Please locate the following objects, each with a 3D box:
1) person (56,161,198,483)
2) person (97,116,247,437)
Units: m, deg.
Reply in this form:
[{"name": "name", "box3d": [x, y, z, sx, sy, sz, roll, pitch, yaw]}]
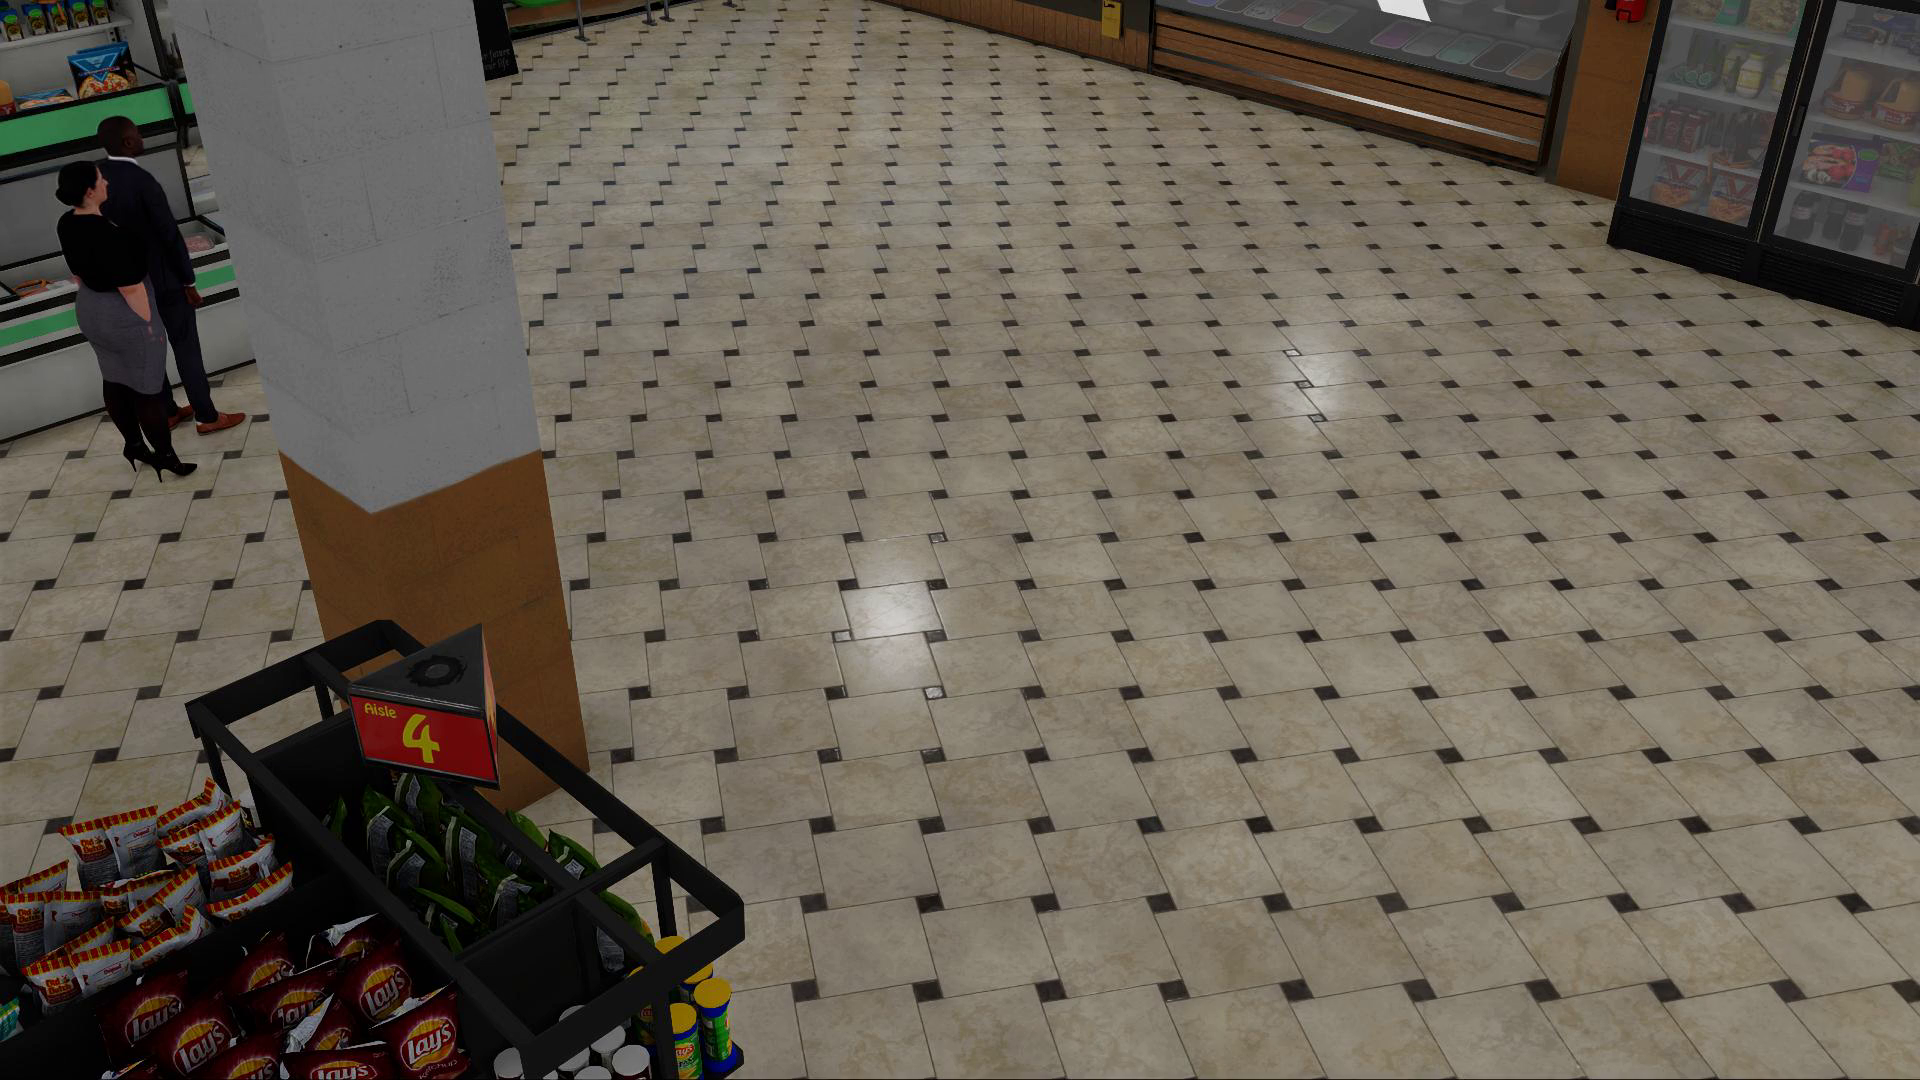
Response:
[{"name": "person", "box3d": [-4.428, -1.137, 8.750, 0.714, 1.760, 0.680, 19, 37, 28]}, {"name": "person", "box3d": [-4.451, -1.441, 9.178, 0.782, 1.824, 0.754, 11, 33, 17]}]
